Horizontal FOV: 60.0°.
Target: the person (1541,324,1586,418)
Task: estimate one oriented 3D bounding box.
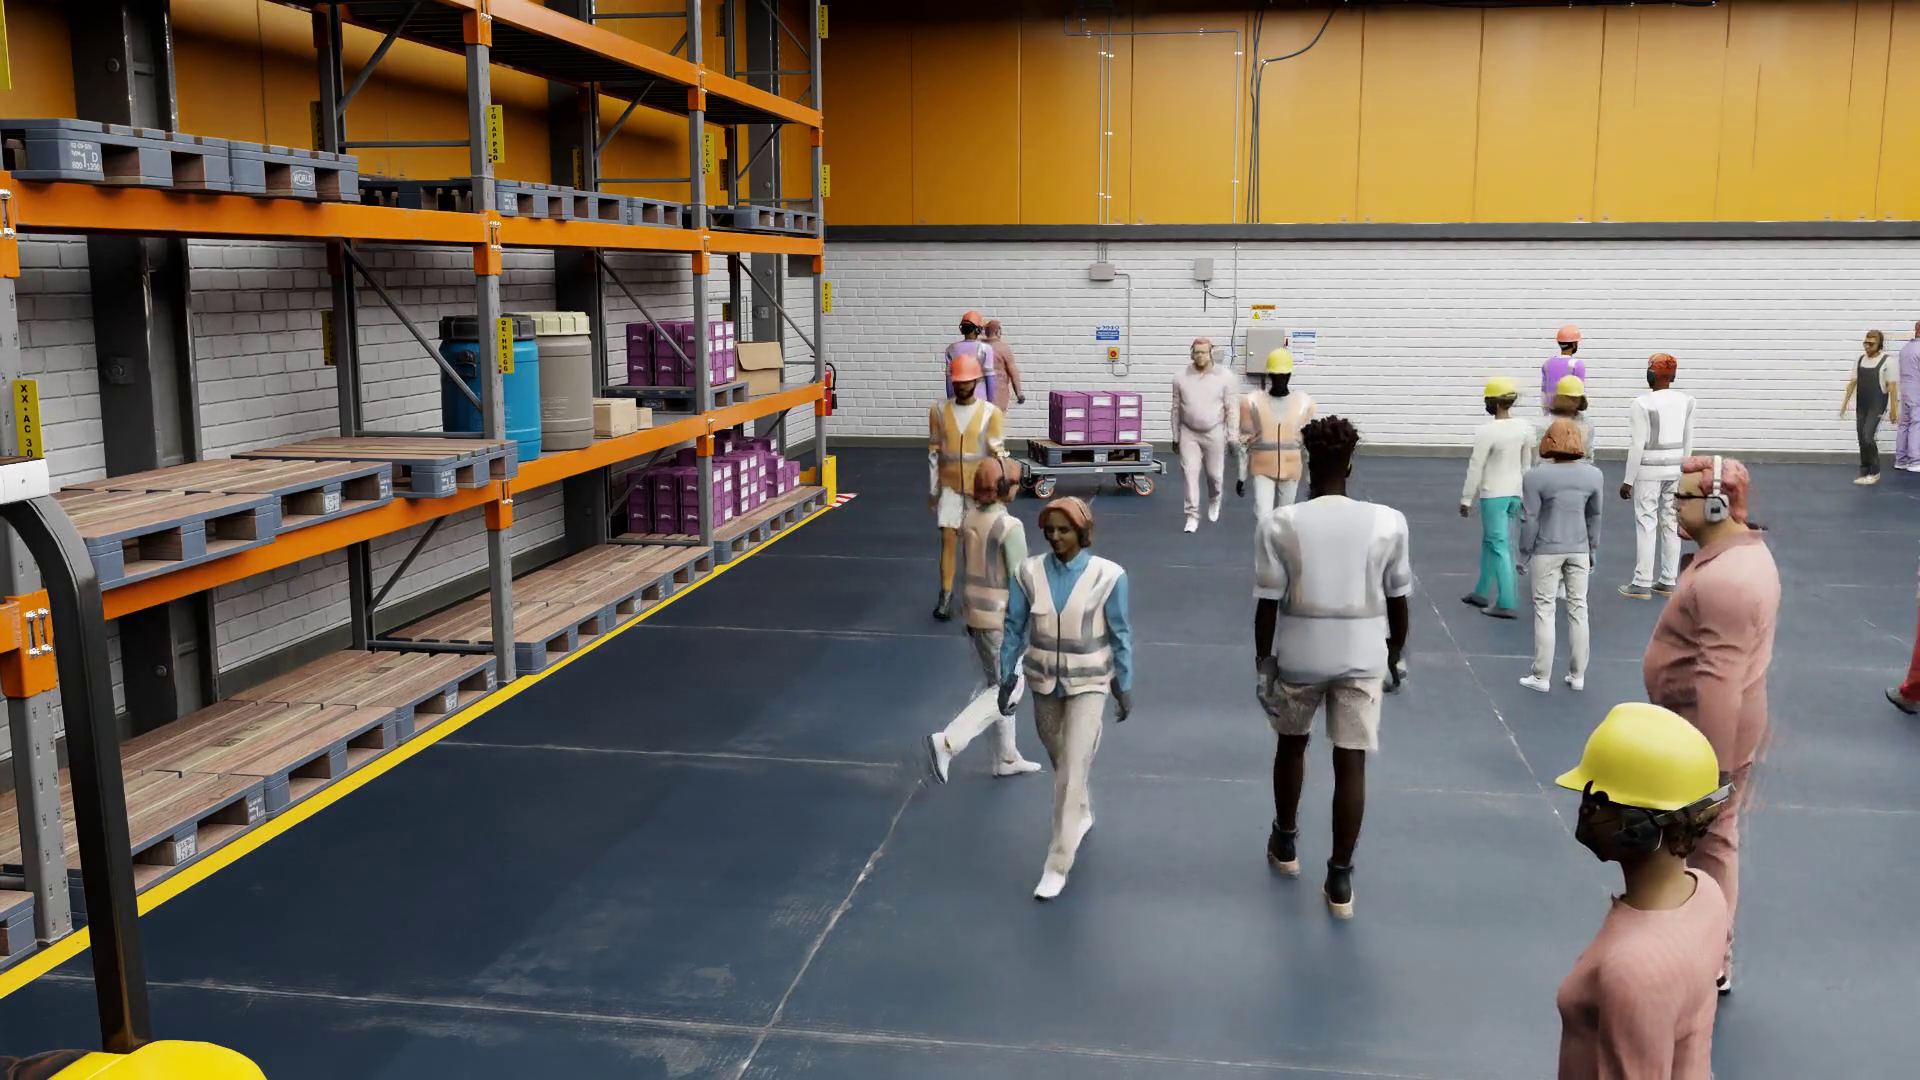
[{"bbox_3d":[6.411,-1.311,17.636,0.352,1.942,0.546,-5,11,-29],"label":"person"}]

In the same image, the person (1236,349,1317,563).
[{"bbox_3d":[2.453,-0.502,12.774,0.612,1.893,0.871,0,9,3],"label":"person"}]

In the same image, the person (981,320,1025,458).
[{"bbox_3d":[0.503,-1.880,21.395,0.648,1.868,0.852,7,12,38],"label":"person"}]

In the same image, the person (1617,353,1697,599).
[{"bbox_3d":[5.320,-0.484,12.719,0.574,1.883,0.355,-3,10,-19],"label":"person"}]

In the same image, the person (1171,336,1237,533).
[{"bbox_3d":[2.369,-1.043,16.176,0.650,1.877,0.833,2,10,15],"label":"person"}]

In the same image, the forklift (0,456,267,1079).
[{"bbox_3d":[-2.328,0.975,2.765,2.313,2.155,1.214,1,9,9],"label":"forklift"}]

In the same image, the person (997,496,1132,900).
[{"bbox_3d":[0.440,0.603,6.910,0.543,1.592,0.861,4,10,24],"label":"person"}]

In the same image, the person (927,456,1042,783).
[{"bbox_3d":[0.127,0.399,8.062,0.621,1.618,0.528,-5,10,-28],"label":"person"}]

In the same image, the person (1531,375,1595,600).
[{"bbox_3d":[4.620,-0.424,12.833,0.491,1.720,0.669,-2,10,-15],"label":"person"}]

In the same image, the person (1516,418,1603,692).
[{"bbox_3d":[3.567,0.093,9.922,0.501,1.633,0.283,-1,9,-6],"label":"person"}]

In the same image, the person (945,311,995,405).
[{"bbox_3d":[0.135,-1.632,19.336,0.605,2.034,0.390,4,10,22],"label":"person"}]

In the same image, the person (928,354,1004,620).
[{"bbox_3d":[0.019,-0.363,11.904,0.575,1.900,0.902,2,9,10],"label":"person"}]

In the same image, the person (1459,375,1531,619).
[{"bbox_3d":[3.829,-0.324,12.128,0.547,1.741,0.711,-6,11,-34],"label":"person"}]

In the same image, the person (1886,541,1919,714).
[{"bbox_3d":[5.446,0.195,9.036,0.549,1.716,0.926,0,9,3],"label":"person"}]

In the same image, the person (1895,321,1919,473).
[{"bbox_3d":[11.958,-1.795,20.727,0.407,1.910,0.639,1,9,4],"label":"person"}]

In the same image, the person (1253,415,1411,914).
[{"bbox_3d":[1.494,0.465,6.717,0.632,1.933,0.846,2,9,10],"label":"person"}]

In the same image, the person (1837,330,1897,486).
[{"bbox_3d":[10.560,-1.527,19.322,0.480,1.824,0.522,-3,10,-20],"label":"person"}]

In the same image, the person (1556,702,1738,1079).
[{"bbox_3d":[1.181,1.157,2.958,0.315,1.769,0.524,6,11,33],"label":"person"}]

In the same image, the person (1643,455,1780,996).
[{"bbox_3d":[2.511,0.650,5.691,0.458,1.892,0.651,6,11,33],"label":"person"}]
